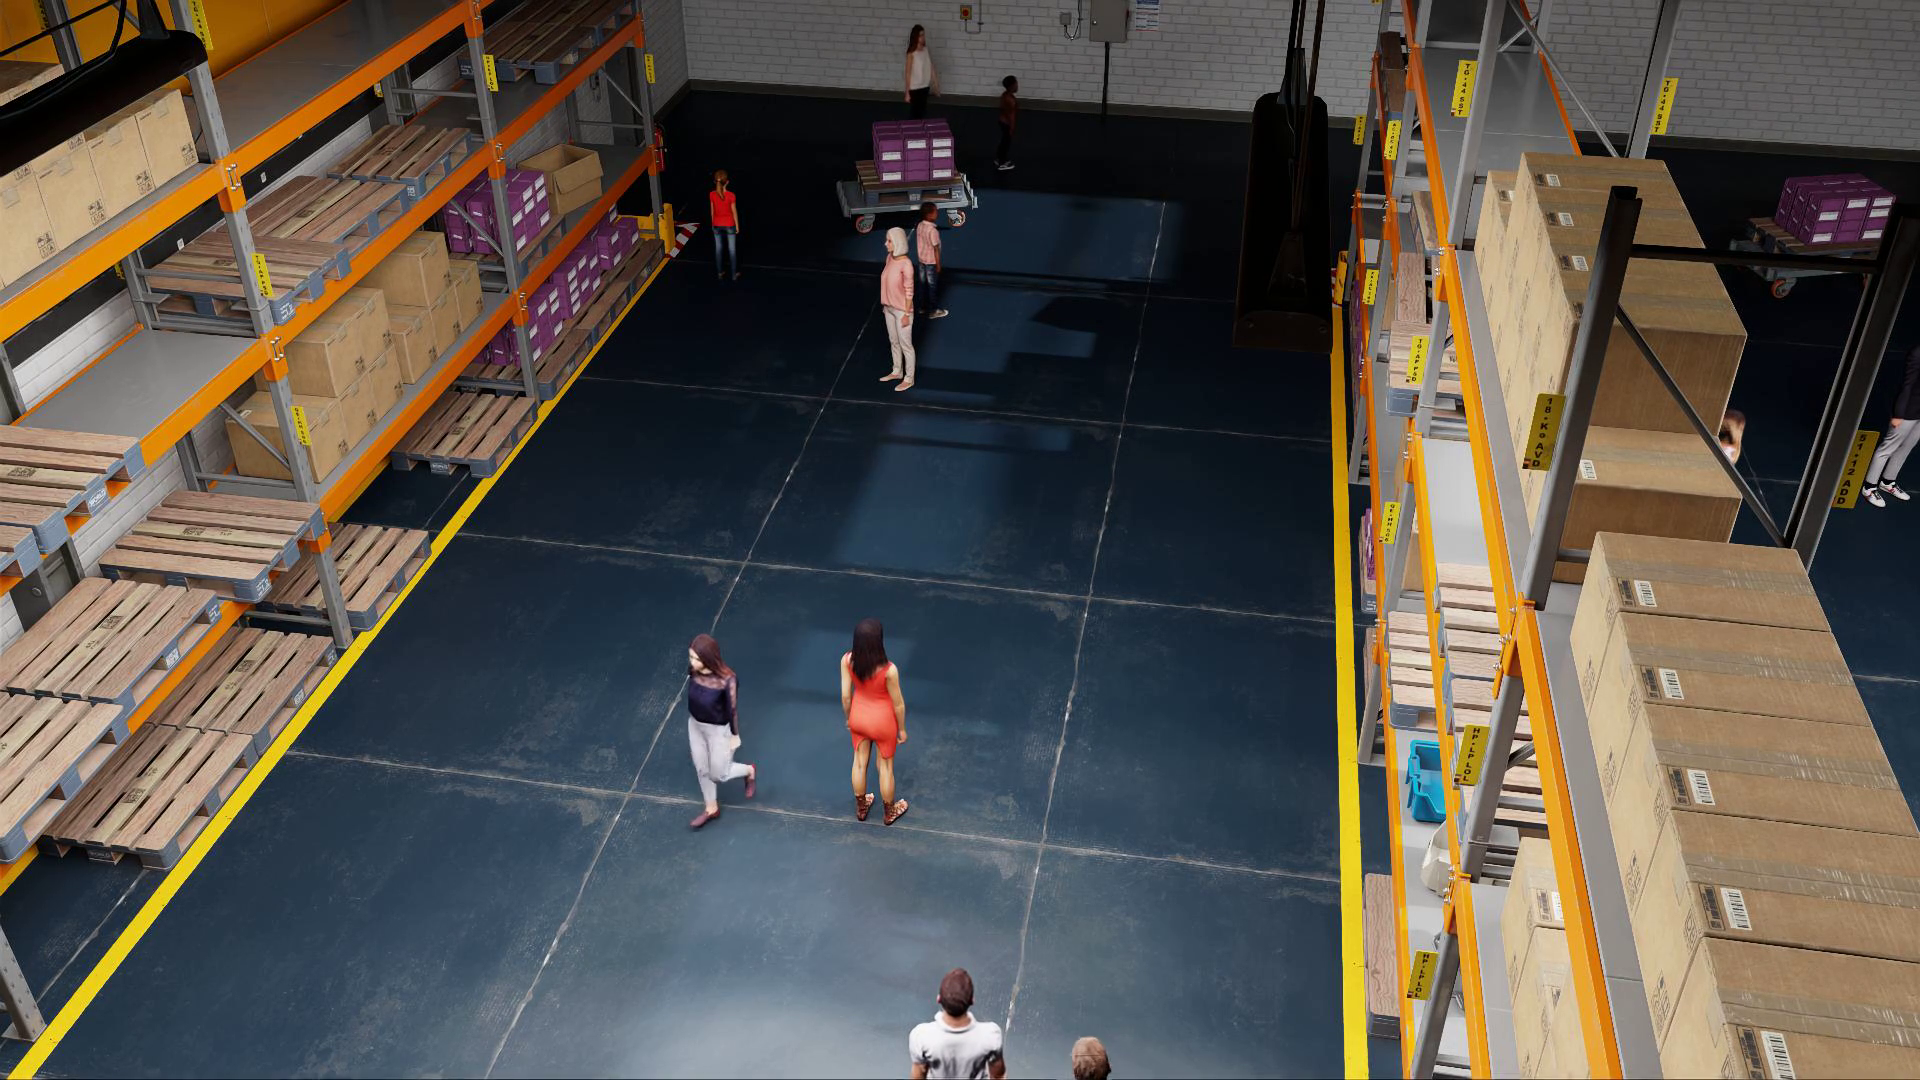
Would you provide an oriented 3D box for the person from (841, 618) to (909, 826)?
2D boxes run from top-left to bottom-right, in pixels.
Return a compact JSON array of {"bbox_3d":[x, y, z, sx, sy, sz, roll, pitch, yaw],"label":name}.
[{"bbox_3d":[-0.592,1.237,11.326,0.618,1.719,0.556,10,35,15],"label":"person"}]

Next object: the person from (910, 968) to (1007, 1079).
[{"bbox_3d":[-0.011,2.932,8.657,0.702,1.851,0.633,-3,34,-4],"label":"person"}]

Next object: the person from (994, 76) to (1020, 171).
[{"bbox_3d":[0.597,-5.485,21.871,0.664,1.242,0.574,-12,35,-17],"label":"person"}]

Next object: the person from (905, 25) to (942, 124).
[{"bbox_3d":[-0.619,-6.064,22.332,0.955,1.695,0.981,25,41,33],"label":"person"}]

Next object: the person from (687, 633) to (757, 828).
[{"bbox_3d":[-1.640,1.279,11.377,0.816,1.593,0.921,27,42,34],"label":"person"}]

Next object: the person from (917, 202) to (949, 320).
[{"bbox_3d":[-0.346,-3.068,18.175,0.636,1.308,0.580,-23,40,-30],"label":"person"}]

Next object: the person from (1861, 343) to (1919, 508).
[{"bbox_3d":[8.520,-1.225,14.823,0.799,1.950,0.792,-13,36,-18],"label":"person"}]

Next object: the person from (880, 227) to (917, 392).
[{"bbox_3d":[-0.611,-2.335,16.695,0.732,1.726,0.674,-22,39,-29],"label":"person"}]

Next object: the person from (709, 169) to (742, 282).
[{"bbox_3d":[-2.694,-3.584,18.952,0.473,1.307,0.490,3,34,5],"label":"person"}]

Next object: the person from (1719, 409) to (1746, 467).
[{"bbox_3d":[6.243,-0.360,13.804,0.706,1.635,0.596,23,40,30],"label":"person"}]
